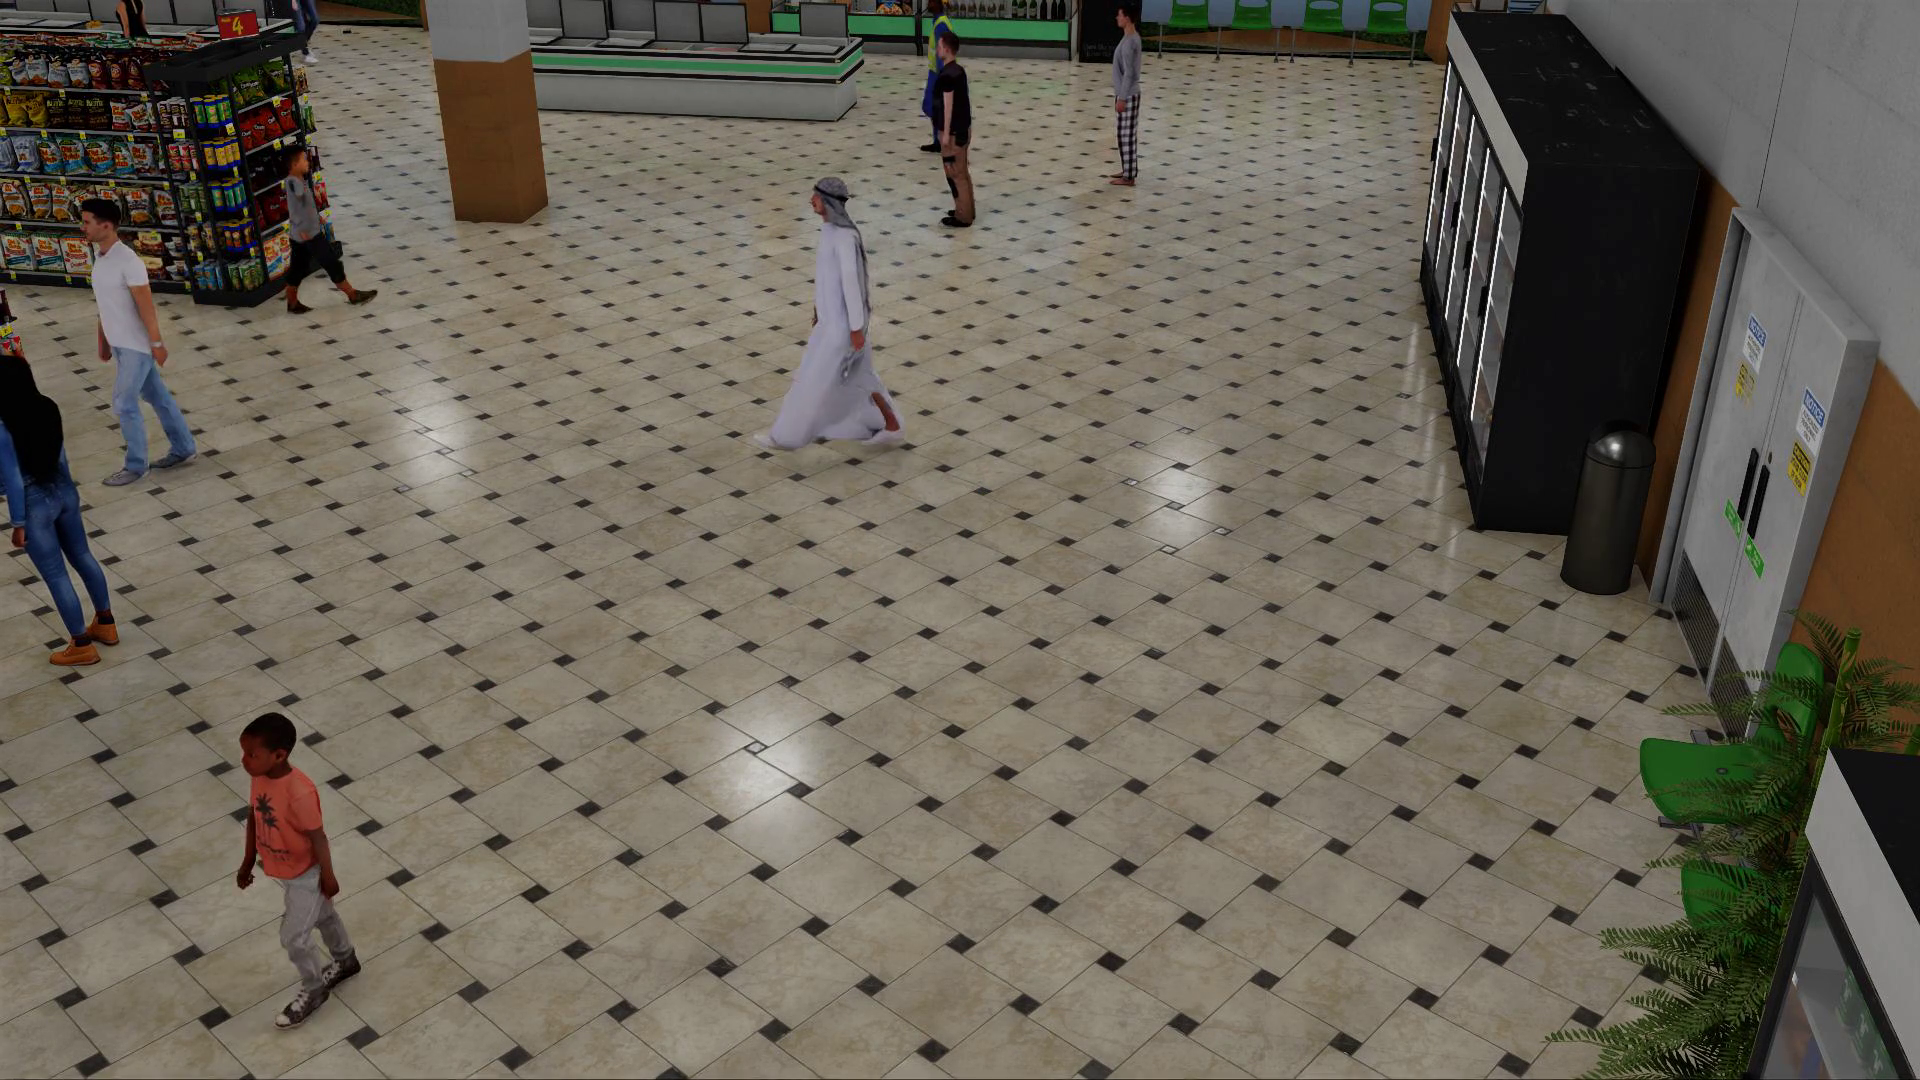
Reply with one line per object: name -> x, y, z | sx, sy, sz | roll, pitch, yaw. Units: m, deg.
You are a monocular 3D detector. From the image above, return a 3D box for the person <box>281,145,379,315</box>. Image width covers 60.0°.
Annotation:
person -> -5.492, -2.588, 13.762 | 1.057, 1.428, 0.938 | -14, 30, -25

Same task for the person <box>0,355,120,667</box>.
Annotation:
person -> -4.739, -0.152, 8.645 | 0.508, 1.711, 0.596 | 5, 27, 11

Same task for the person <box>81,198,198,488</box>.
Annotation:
person -> -5.268, -1.299, 10.768 | 1.009, 1.836, 0.974 | -22, 34, -37

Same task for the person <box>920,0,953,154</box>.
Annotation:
person -> -0.159, -5.187, 18.473 | 0.805, 1.802, 0.762 | -2, 27, -4

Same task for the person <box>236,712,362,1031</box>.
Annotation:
person -> -2.495, 1.210, 6.417 | 0.661, 1.297, 0.700 | 23, 35, 38

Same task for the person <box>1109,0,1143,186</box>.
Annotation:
person -> 1.754, -4.661, 17.386 | 0.530, 1.847, 0.621 | 5, 27, 11

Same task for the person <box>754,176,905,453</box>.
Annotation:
person -> -0.709, -1.439, 11.003 | 1.376, 1.874, 1.045 | -5, 27, -10

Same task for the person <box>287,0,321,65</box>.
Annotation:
person -> -9.249, -7.496, 23.065 | 0.766, 1.766, 0.695 | 13, 30, 23

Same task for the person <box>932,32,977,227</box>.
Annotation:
person -> -0.034, -3.934, 15.975 | 0.601, 1.826, 0.675 | 5, 27, 10

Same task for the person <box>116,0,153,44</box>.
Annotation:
person -> -10.189, -6.170, 20.631 | 0.509, 1.603, 0.571 | 5, 27, 11
